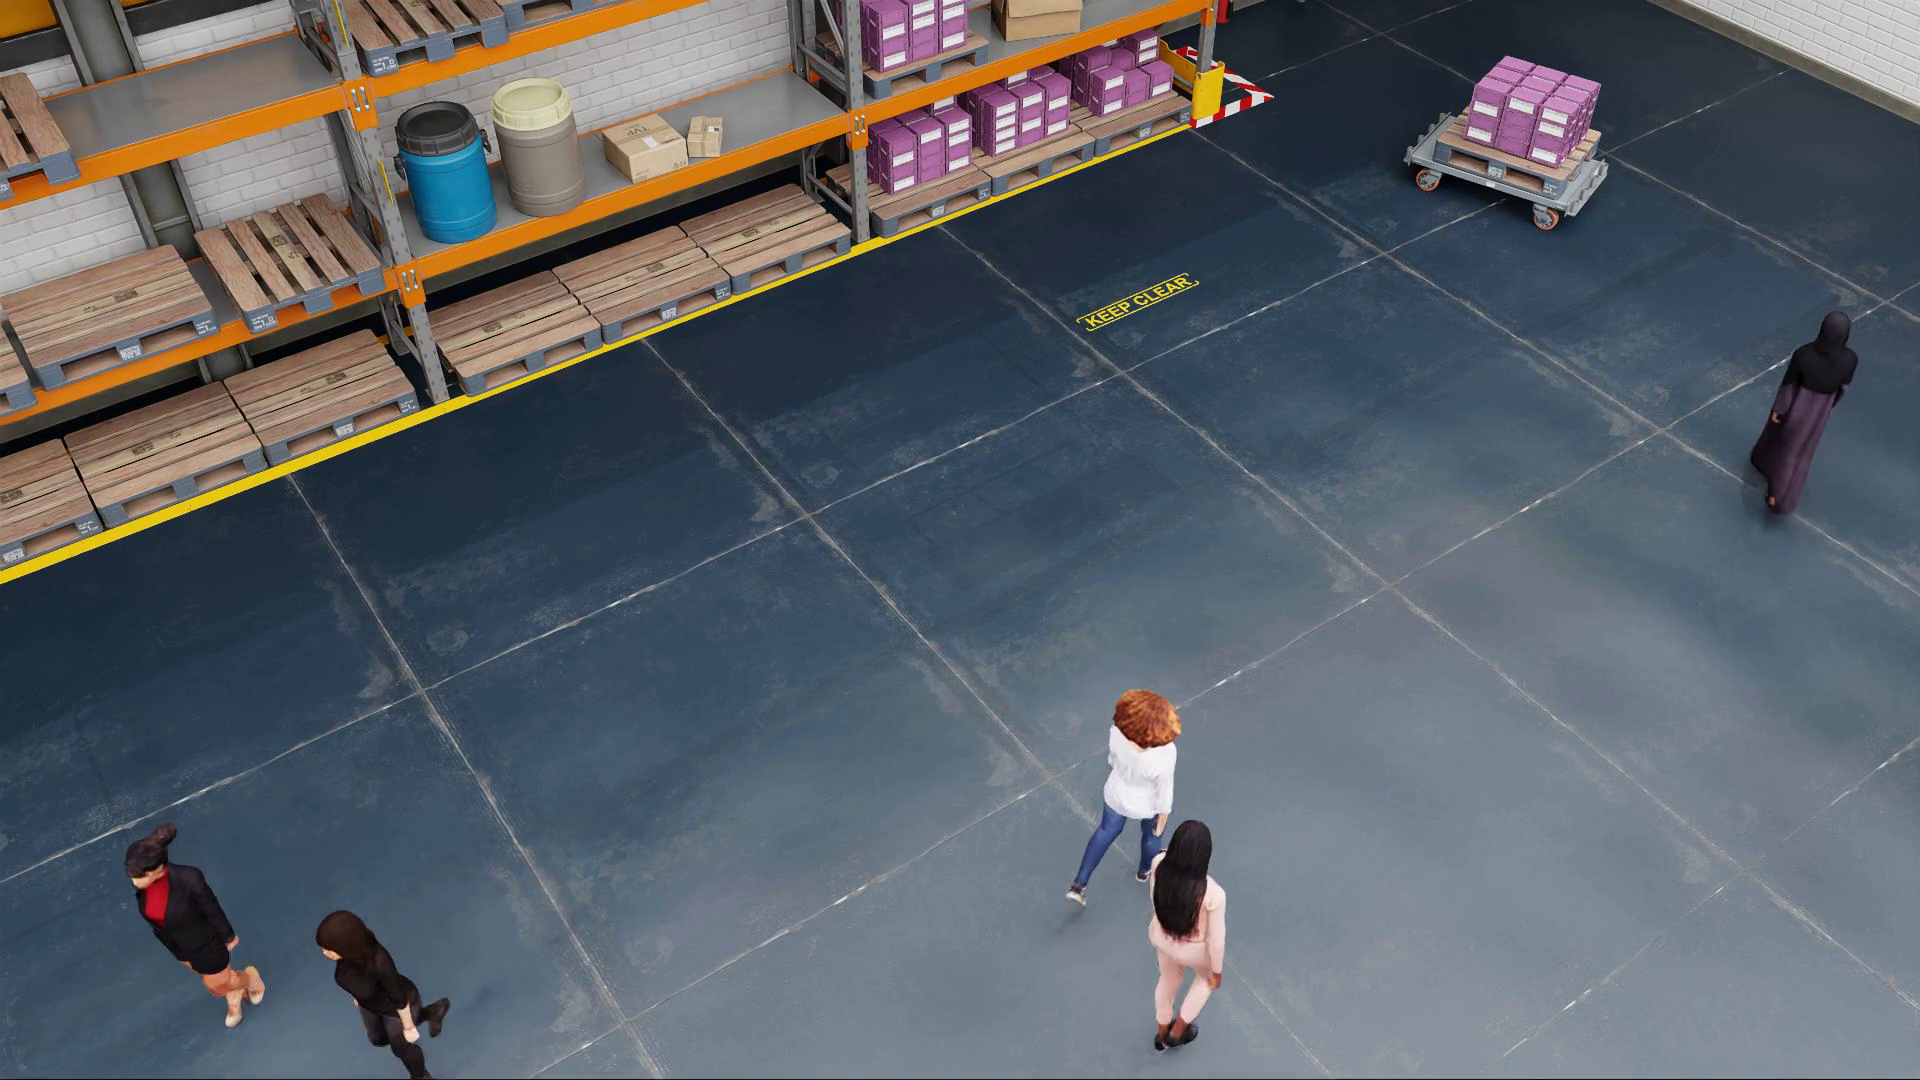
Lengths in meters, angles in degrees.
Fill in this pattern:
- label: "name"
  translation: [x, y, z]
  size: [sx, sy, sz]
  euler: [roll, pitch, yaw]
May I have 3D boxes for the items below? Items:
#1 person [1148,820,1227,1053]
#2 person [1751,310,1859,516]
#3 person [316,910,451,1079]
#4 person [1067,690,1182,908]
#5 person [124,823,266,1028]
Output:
- label: "person"
  translation: [1.096, 2.150, 8.652]
  size: [0.685, 1.699, 0.741]
  euler: [-34, 53, -30]
- label: "person"
  translation: [6.069, -0.907, 11.927]
  size: [0.968, 1.608, 1.173]
  euler: [16, 46, 16]
- label: "person"
  translation: [-2.877, 2.316, 8.531]
  size: [0.783, 1.626, 0.902]
  euler: [20, 47, 20]
- label: "person"
  translation: [0.934, 1.479, 9.364]
  size: [0.801, 1.689, 1.073]
  euler: [31, 52, 28]
- label: "person"
  translation: [-4.005, 2.046, 8.810]
  size: [0.716, 1.631, 0.775]
  euler: [8, 44, 8]
